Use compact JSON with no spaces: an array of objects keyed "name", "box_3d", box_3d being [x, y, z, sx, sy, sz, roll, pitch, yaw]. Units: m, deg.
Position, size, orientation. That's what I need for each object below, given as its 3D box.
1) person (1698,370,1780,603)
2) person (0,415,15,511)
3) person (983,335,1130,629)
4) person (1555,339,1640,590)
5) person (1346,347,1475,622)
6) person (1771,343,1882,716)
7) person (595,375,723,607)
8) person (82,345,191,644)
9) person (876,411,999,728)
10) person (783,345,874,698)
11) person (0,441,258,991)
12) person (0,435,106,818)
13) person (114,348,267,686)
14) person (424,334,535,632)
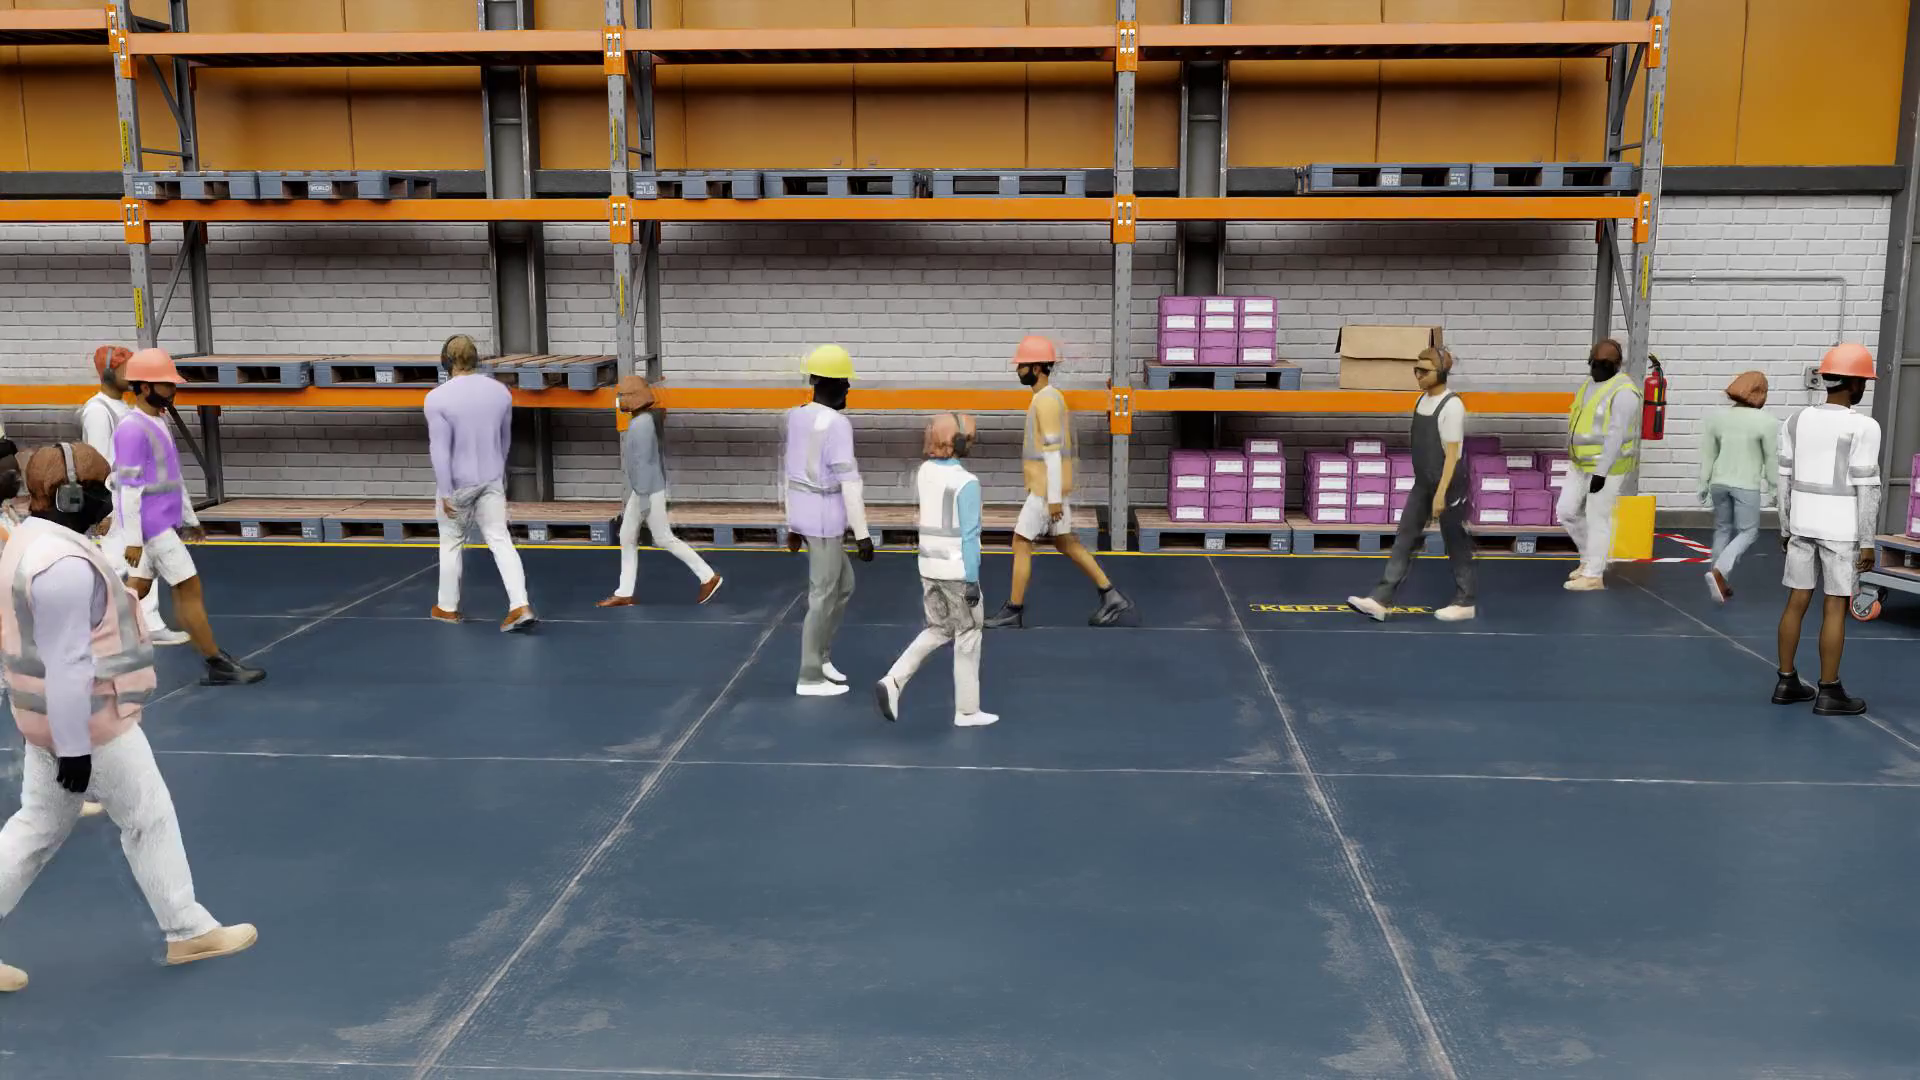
[{"name":"person","box_3d":[5.259,-0.351,11.337,0.572,1.609,0.526,-7,12,-35]},{"name":"person","box_3d":[-5.904,-0.230,9.989,0.403,1.835,0.586,1,10,7]},{"name":"person","box_3d":[0.626,-0.356,10.576,0.956,1.901,0.557,1,10,5]},{"name":"person","box_3d":[4.508,-0.515,11.749,0.432,1.810,0.650,-2,10,-9]},{"name":"person","box_3d":[2.988,-0.336,10.715,0.957,1.793,0.531,-3,10,-18]},{"name":"person","box_3d":[4.547,-0.057,8.682,0.373,1.933,0.552,-4,11,-24]},{"name":"person","box_3d":[-2.044,-0.326,11.264,0.813,1.600,0.507,-2,10,-13]},{"name":"person","box_3d":[-5.167,-0.242,10.014,0.772,1.860,0.577,-2,10,-12]},{"name":"person","box_3d":[-0.101,0.167,8.279,0.588,1.616,0.524,-7,12,-34]},{"name":"person","box_3d":[-0.709,-0.094,8.992,0.530,1.908,0.603,-5,11,-26]},{"name":"person","box_3d":[-2.899,0.573,5.402,0.956,1.801,0.640,-8,12,-38]},{"name":"person","box_3d":[-4.060,0.397,6.824,0.787,1.670,0.540,-2,10,-12]},{"name":"person","box_3d":[-4.427,-0.105,9.117,0.986,1.889,0.562,-3,10,-14]},{"name":"person","box_3d":[-3.074,-0.358,10.584,0.632,1.902,0.985,-9,13,-43]}]
